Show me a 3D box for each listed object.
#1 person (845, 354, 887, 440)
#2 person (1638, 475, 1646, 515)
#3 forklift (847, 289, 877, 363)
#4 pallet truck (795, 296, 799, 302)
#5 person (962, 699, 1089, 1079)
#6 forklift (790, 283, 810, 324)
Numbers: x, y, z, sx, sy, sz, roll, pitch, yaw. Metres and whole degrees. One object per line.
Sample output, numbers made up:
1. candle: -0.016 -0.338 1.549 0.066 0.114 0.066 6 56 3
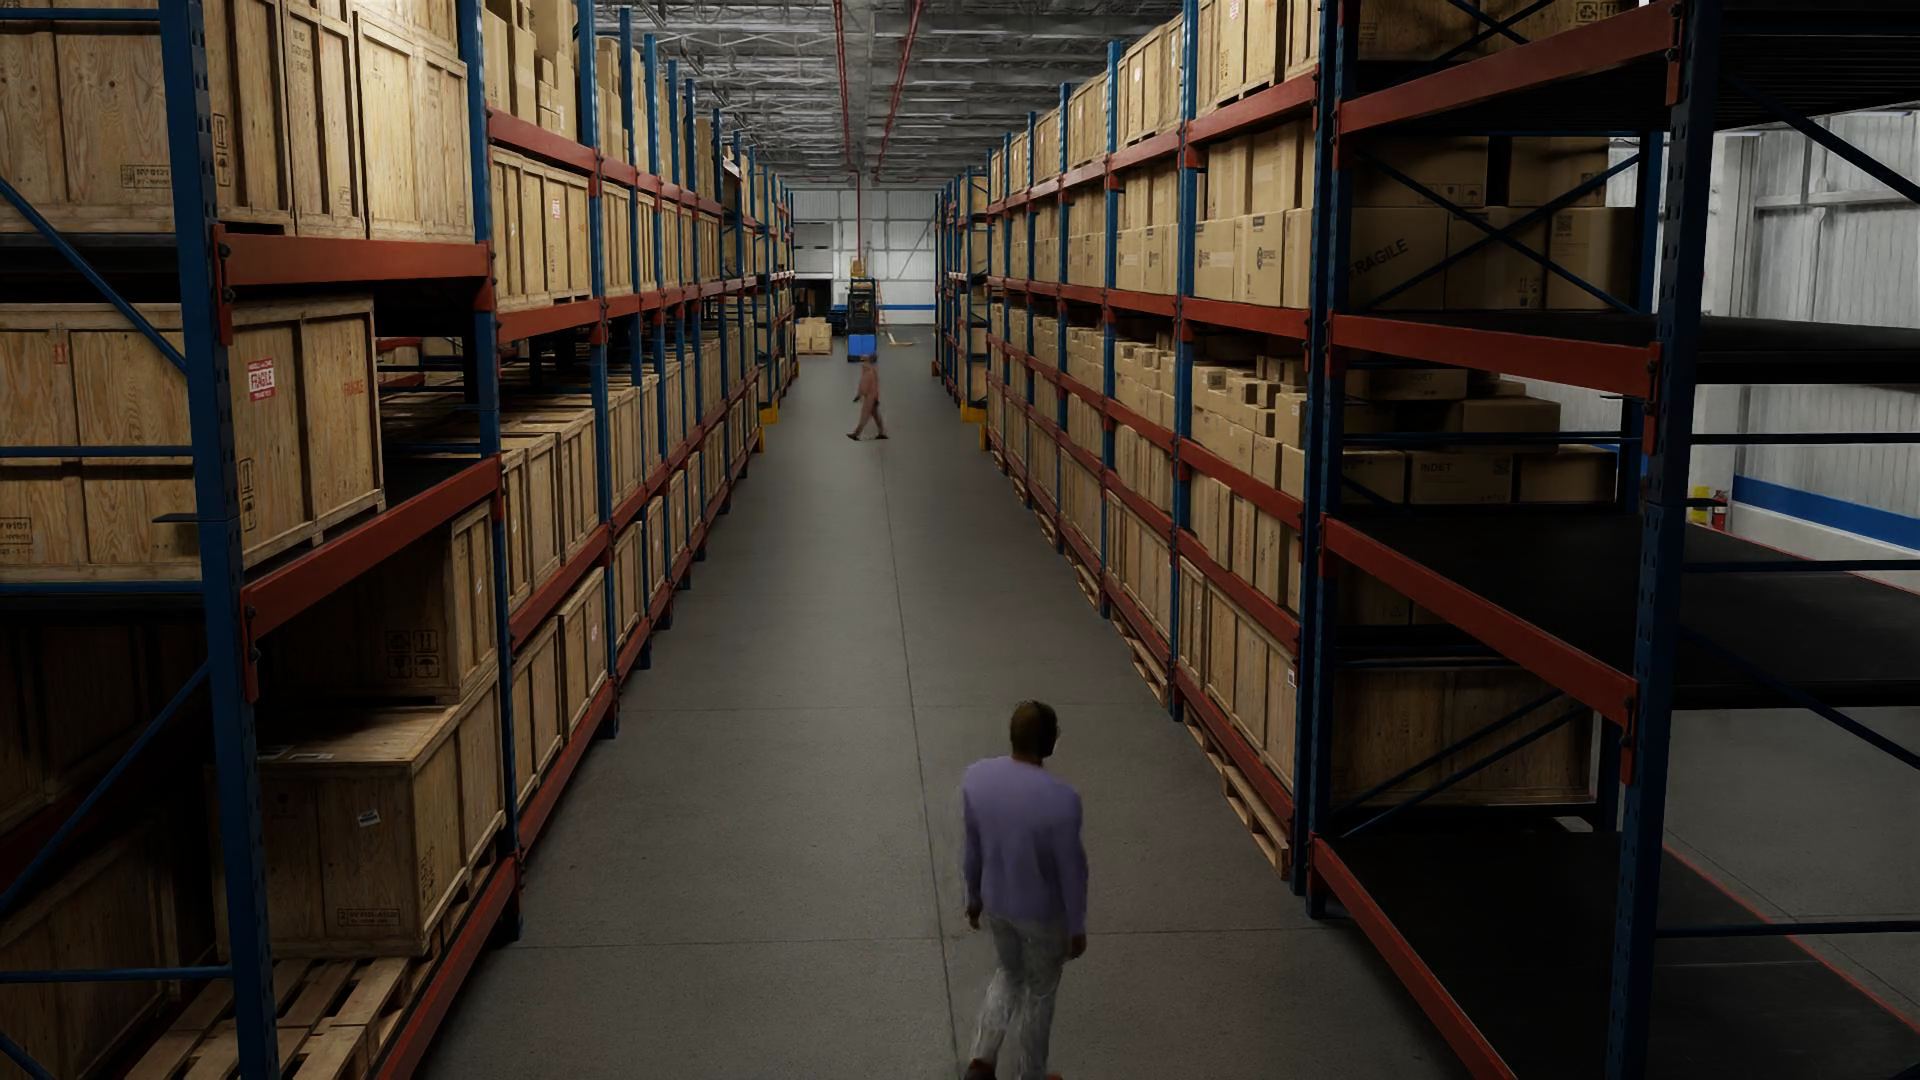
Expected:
1. person: -2.029 -3.080 35.922 1.010 1.847 0.657 -3 10 -16
2. person: 6.388 0.313 15.681 0.643 1.859 1.009 0 10 3
3. forklift: -3.725 -8.149 63.143 1.129 2.768 1.873 -1 10 -4
4. pallet truck: -8.622 -12.439 91.403 1.885 1.965 0.823 2 10 13
5. person: 0.291 1.652 7.454 0.646 1.920 0.483 8 12 38
6. forklift: -7.680 -10.901 79.585 1.129 2.768 1.873 -5 11 -30
